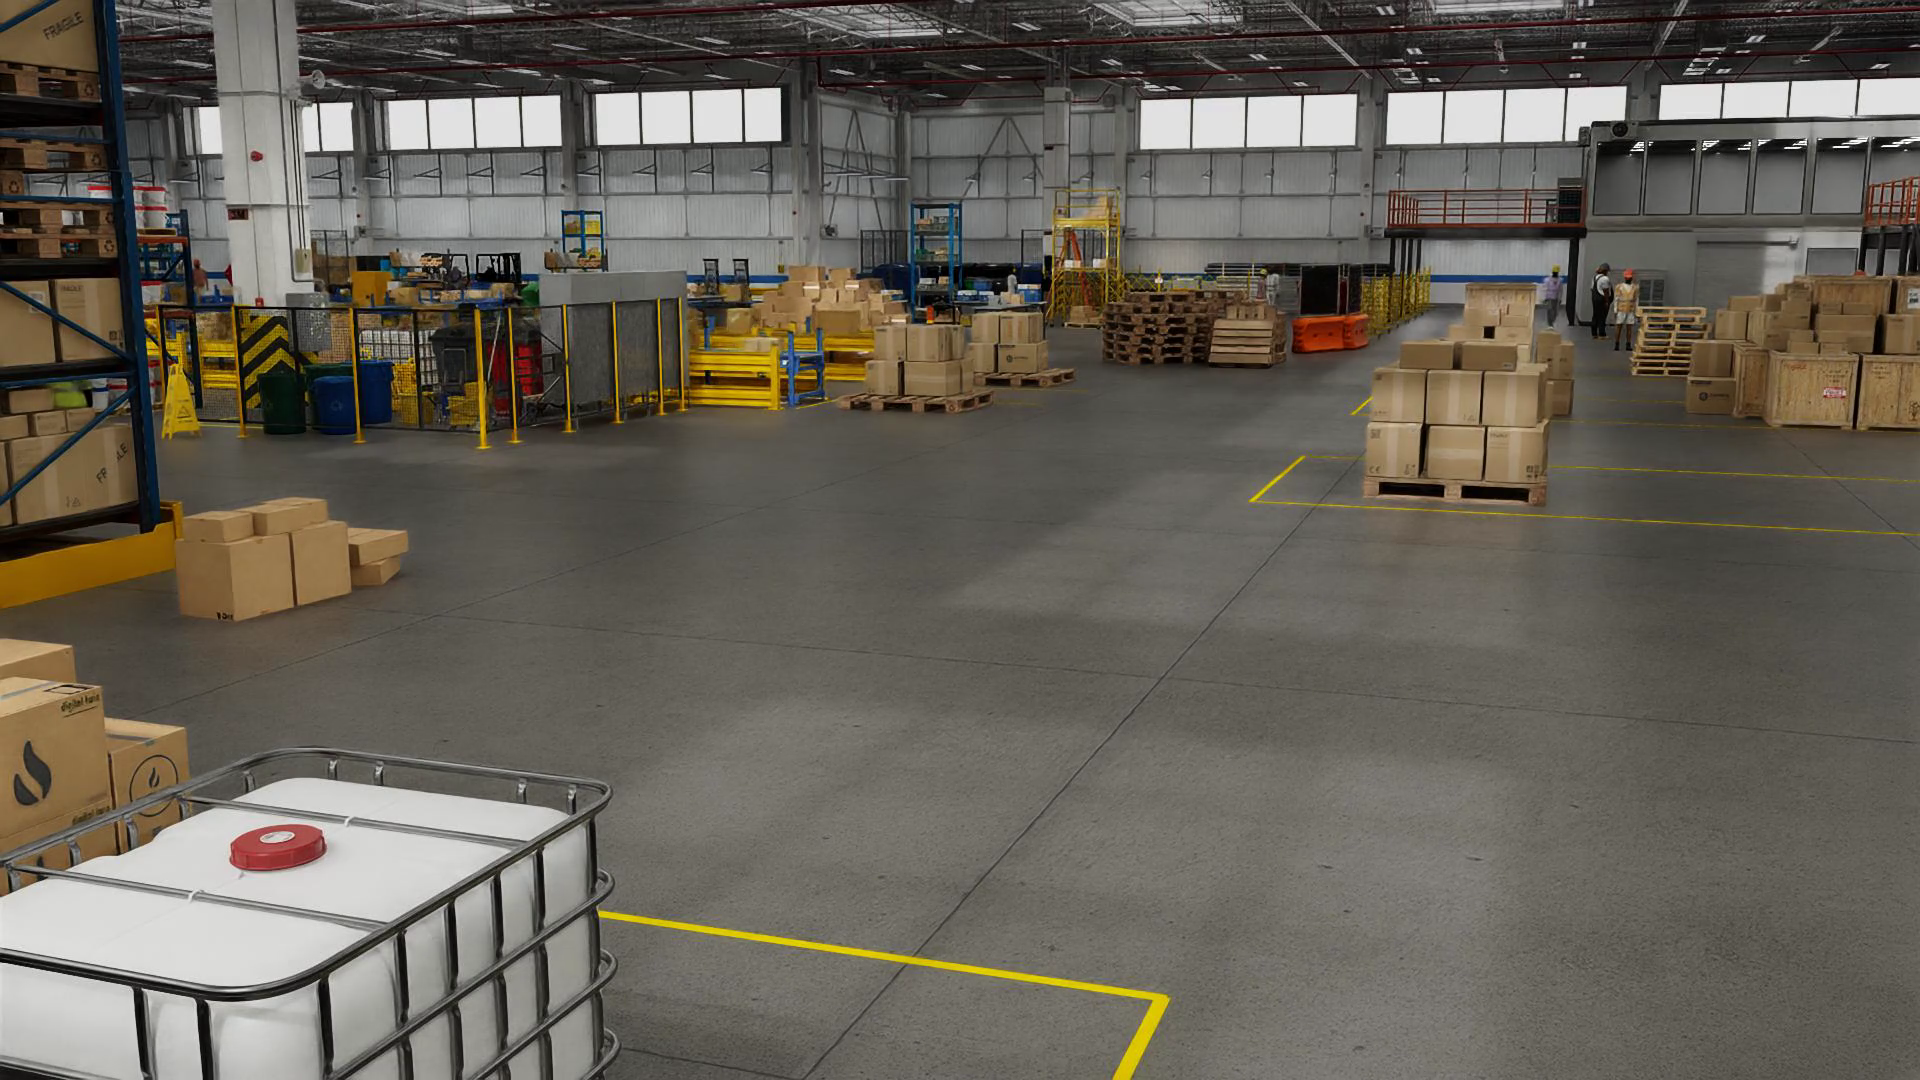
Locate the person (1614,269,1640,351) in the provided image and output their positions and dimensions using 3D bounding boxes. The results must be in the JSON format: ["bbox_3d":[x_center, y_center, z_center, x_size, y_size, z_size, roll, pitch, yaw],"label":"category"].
[{"bbox_3d":[15.783,-5.440,39.373,0.555,1.933,0.376,2,10,13],"label":"person"}]

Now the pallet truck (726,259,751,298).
[{"bbox_3d":[-7.986,-9.493,62.019,0.823,1.965,1.885,3,11,17],"label":"pallet truck"}]

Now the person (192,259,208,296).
[{"bbox_3d":[-28.698,-9.597,62.688,0.622,1.968,0.802,-8,13,-39],"label":"person"}]

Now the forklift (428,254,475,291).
[{"bbox_3d":[-20.133,-10.254,65.465,1.157,1.987,2.680,3,11,19],"label":"forklift"}]

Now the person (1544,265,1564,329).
[{"bbox_3d":[17.669,-7.223,49.494,0.587,1.905,0.425,1,10,4],"label":"person"}]

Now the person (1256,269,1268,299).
[{"bbox_3d":[9.247,-7.393,50.873,0.346,1.756,0.518,-2,10,-11],"label":"person"}]

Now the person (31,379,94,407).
[{"bbox_3d":[-8.976,-1.280,16.671,0.556,1.660,0.822,-5,11,-28],"label":"person"}]

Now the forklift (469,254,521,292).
[{"bbox_3d":[-17.990,-10.121,64.684,1.157,1.987,2.680,3,11,17],"label":"forklift"}]

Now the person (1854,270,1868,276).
[{"bbox_3d":[16.498,-3.940,30.618,0.606,2.044,0.373,2,10,12],"label":"person"}]

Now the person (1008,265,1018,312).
[{"bbox_3d":[1.677,-7.733,52.483,0.323,1.865,0.518,-4,11,-21],"label":"person"}]

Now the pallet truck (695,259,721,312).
[{"bbox_3d":[-9.165,-9.627,62.776,0.823,1.965,1.885,4,11,23],"label":"pallet truck"}]

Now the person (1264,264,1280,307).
[{"bbox_3d":[10.283,-8.168,54.927,0.593,1.866,0.592,5,11,26],"label":"person"}]

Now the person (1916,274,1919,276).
[{"bbox_3d":[21.135,-4.963,36.856,1.047,1.871,0.644,-5,11,-24],"label":"person"}]

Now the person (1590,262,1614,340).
[{"bbox_3d":[17.060,-6.338,44.128,0.538,2.000,0.684,-2,10,-12],"label":"person"}]
